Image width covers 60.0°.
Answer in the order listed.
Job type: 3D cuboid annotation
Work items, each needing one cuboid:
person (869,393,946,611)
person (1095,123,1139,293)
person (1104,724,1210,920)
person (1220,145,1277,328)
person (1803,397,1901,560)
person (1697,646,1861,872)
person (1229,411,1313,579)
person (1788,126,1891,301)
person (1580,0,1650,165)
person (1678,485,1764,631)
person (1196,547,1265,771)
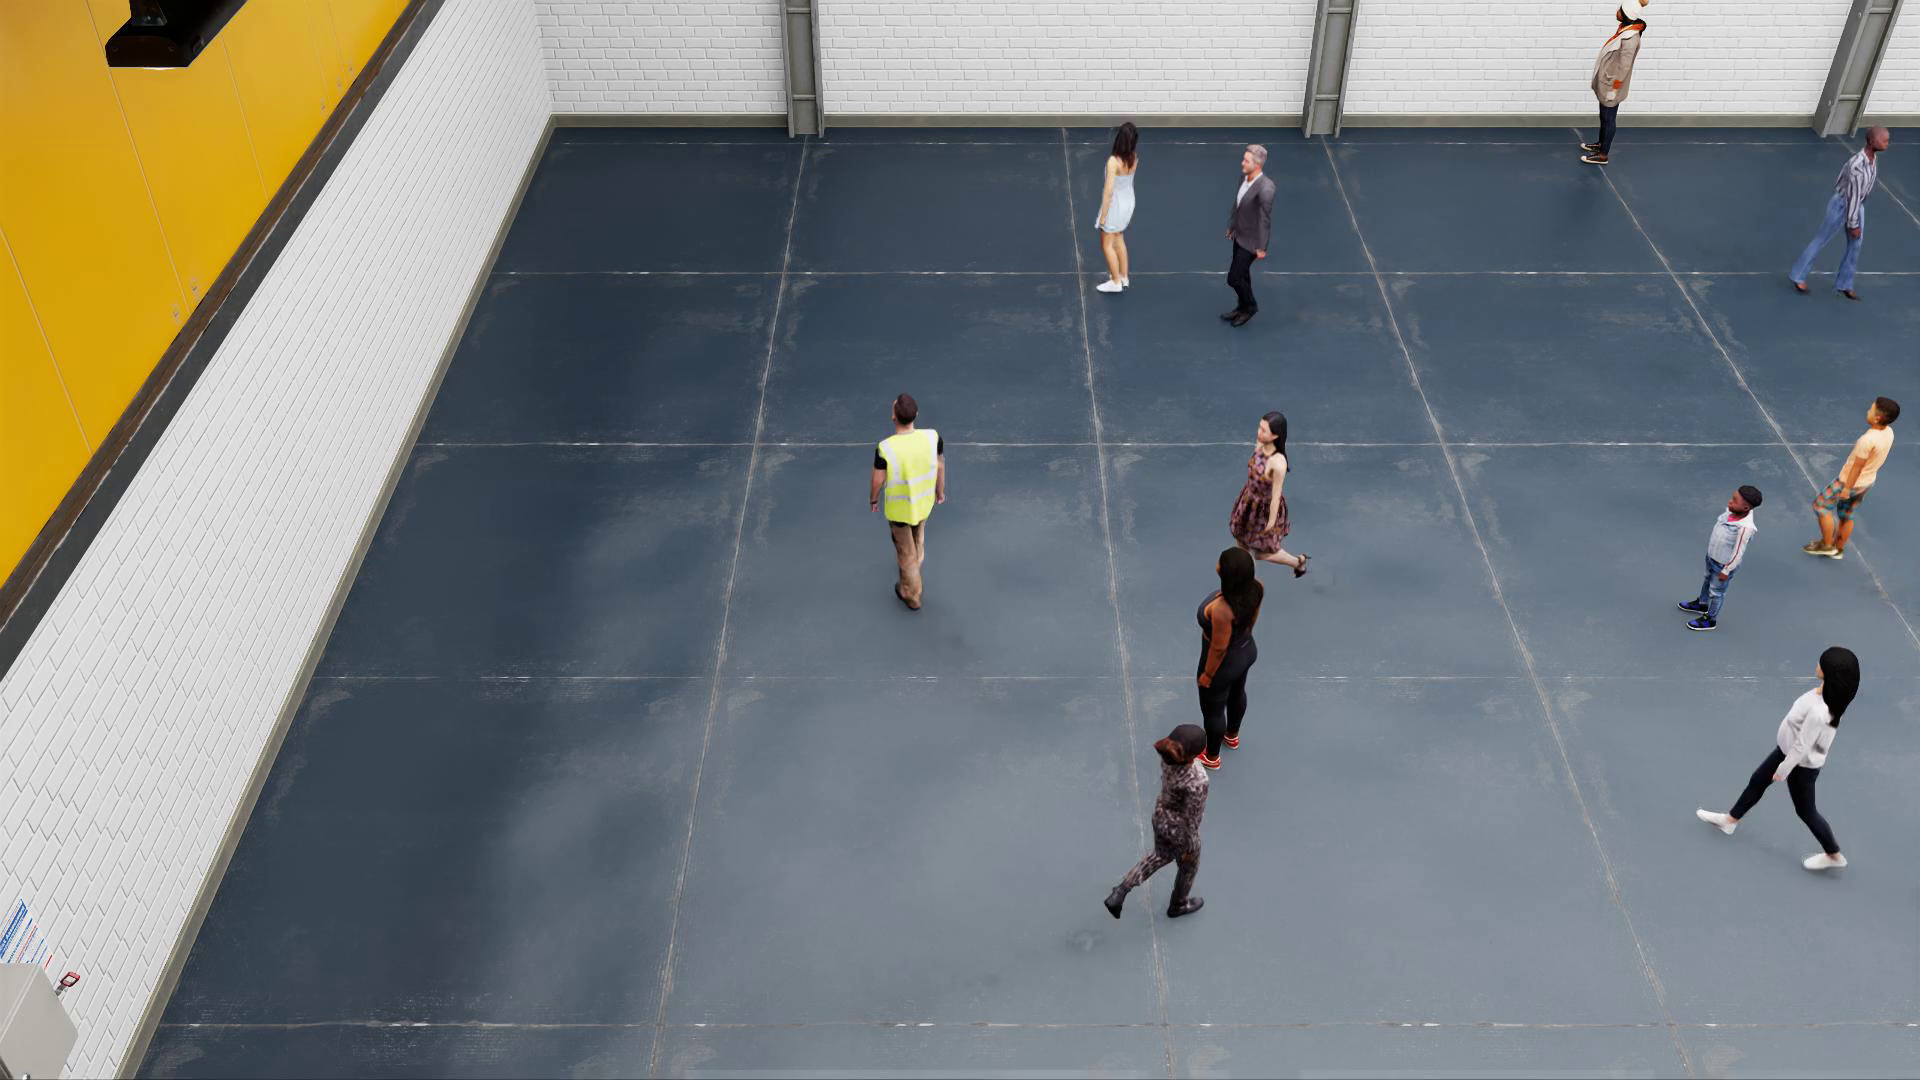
[{"bbox_3d":[-0.349,-0.234,12.293,1.028,1.829,1.020,-19,42,-22],"label":"person"},{"bbox_3d":[1.520,-3.191,16.095,0.744,1.707,0.715,15,41,18],"label":"person"},{"bbox_3d":[1.219,1.729,9.937,1.012,1.702,0.793,-13,40,-16],"label":"person"},{"bbox_3d":[2.772,-2.845,15.564,0.764,1.828,0.827,-10,40,-12],"label":"person"},{"bbox_3d":[6.971,-0.429,12.838,0.636,1.455,0.717,-23,44,-26],"label":"person"},{"bbox_3d":[5.347,1.405,10.378,1.227,1.658,1.018,20,43,23],"label":"person"},{"bbox_3d":[2.297,-0.204,12.313,1.006,1.757,0.780,-10,40,-12],"label":"person"},{"bbox_3d":[8.400,-3.164,16.013,0.978,1.767,1.029,-29,47,-32],"label":"person"},{"bbox_3d":[7.241,-5.097,18.333,0.757,1.891,0.772,10,40,13],"label":"person"},{"bbox_3d":[5.670,0.110,12.318,0.495,1.261,0.485,2,39,2],"label":"person"},{"bbox_3d":[1.773,0.778,11.037,0.825,1.815,0.774,29,47,31],"label":"person"}]
